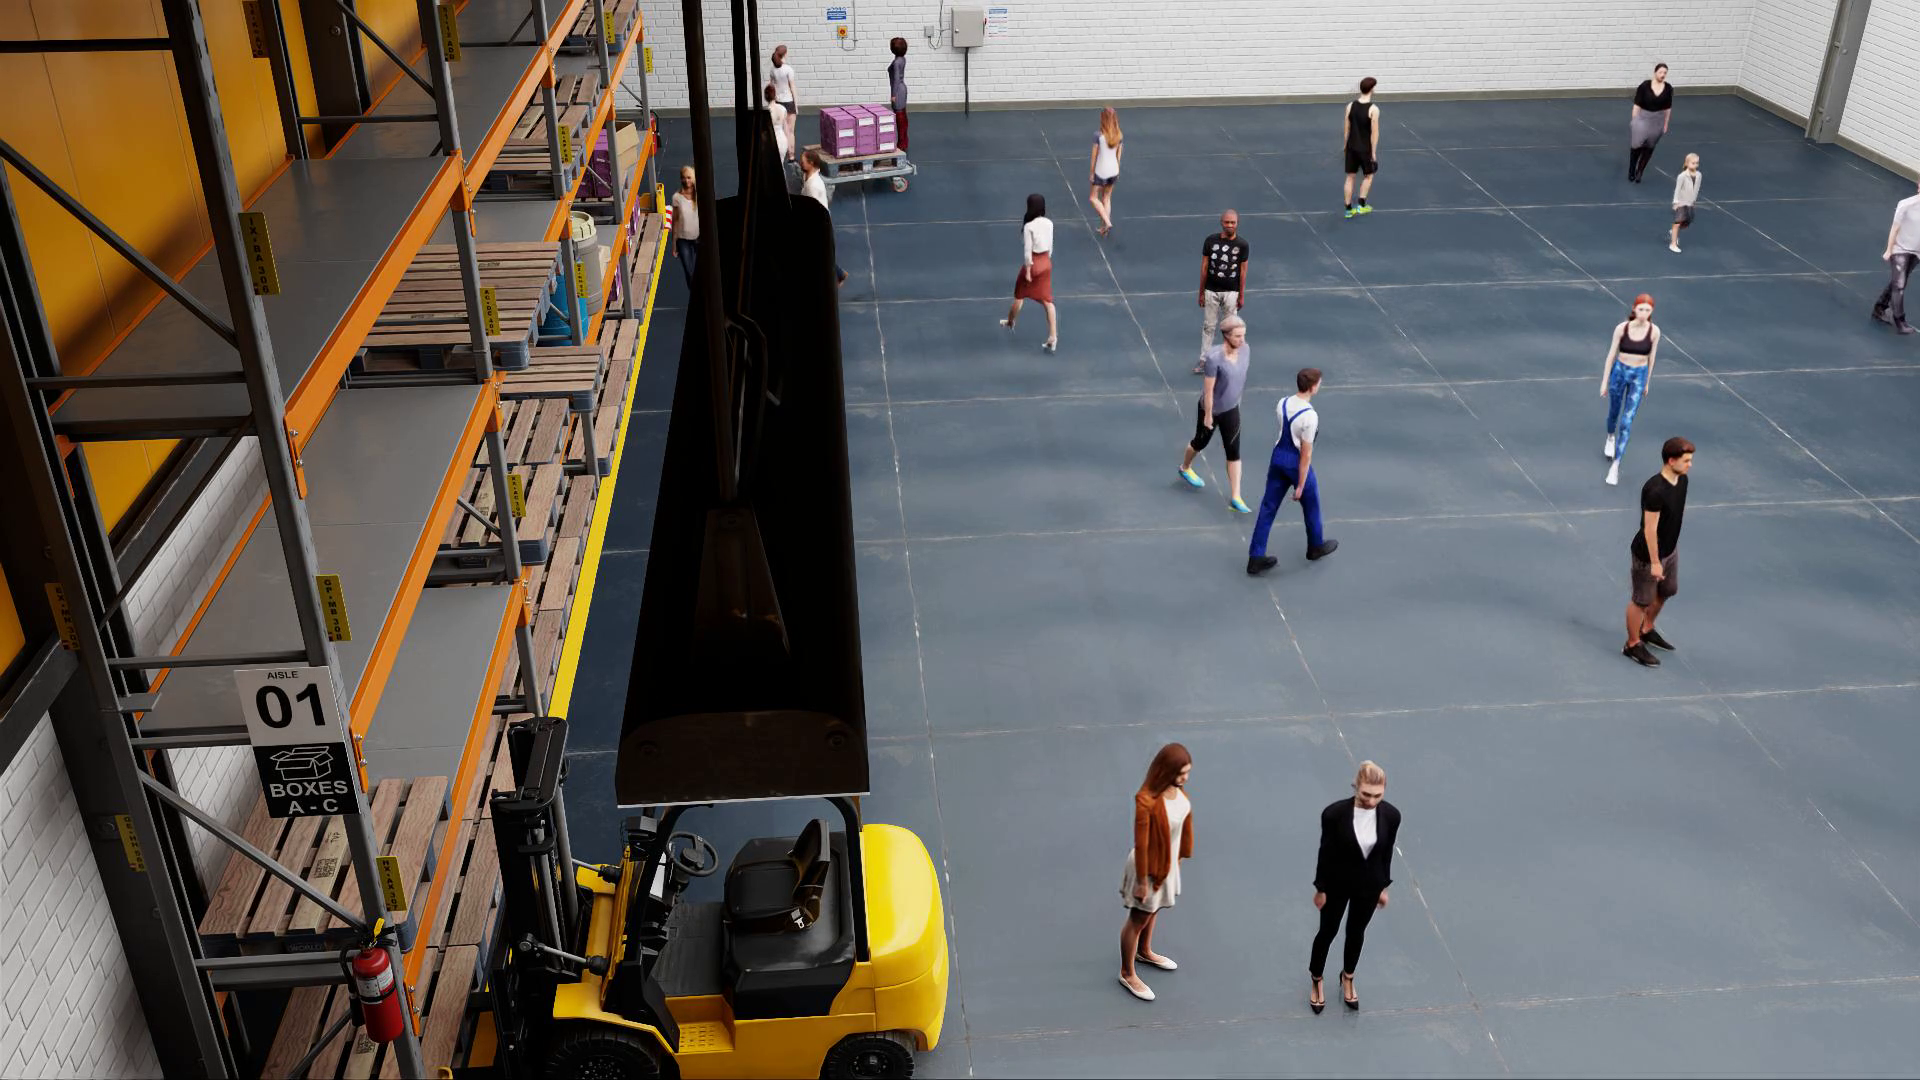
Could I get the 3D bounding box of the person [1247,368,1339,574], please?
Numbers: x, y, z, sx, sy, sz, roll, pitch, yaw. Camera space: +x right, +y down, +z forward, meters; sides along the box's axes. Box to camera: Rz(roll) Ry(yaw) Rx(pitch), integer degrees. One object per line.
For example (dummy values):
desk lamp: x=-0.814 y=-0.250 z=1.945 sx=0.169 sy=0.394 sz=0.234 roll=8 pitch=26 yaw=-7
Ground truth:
person: x=2.676 y=-0.540 z=13.872 sx=1.045 sy=1.810 sz=1.151 roll=-19 pitch=34 yaw=-31

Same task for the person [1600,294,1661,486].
person: x=6.263 y=-1.473 z=15.663 sx=0.941 sy=1.733 sz=1.276 roll=9 pitch=30 yaw=17

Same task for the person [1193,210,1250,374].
person: x=2.801 y=-2.645 z=17.737 sx=0.738 sy=1.804 sz=0.732 roll=9 pitch=30 yaw=15

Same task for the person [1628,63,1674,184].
person: x=9.903 y=-6.017 z=23.985 sx=0.739 sy=1.740 sz=0.741 roll=5 pitch=29 yaw=9

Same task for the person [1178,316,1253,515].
person: x=2.295 y=-1.189 z=15.048 sx=0.987 sy=1.823 sz=1.355 roll=-16 pitch=32 yaw=-27

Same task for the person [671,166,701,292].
person: x=-3.092 y=-3.457 z=19.235 sx=0.605 sy=1.795 sz=0.622 roll=-1 pitch=29 yaw=-1

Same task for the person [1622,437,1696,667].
person: x=5.280 y=0.049 z=12.743 sx=0.821 sy=1.858 sz=0.853 roll=-22 pitch=36 yaw=-35

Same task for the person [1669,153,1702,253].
person: x=9.314 y=-4.371 z=21.465 sx=0.532 sy=1.264 sz=0.651 roll=-5 pitch=29 yaw=-10

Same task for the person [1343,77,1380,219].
person: x=5.368 y=-5.276 z=22.479 sx=0.867 sy=1.881 sz=0.927 roll=22 pitch=35 yaw=34

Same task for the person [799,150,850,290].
person: x=-1.628 y=-3.691 z=19.617 sx=0.715 sy=1.840 sz=0.821 roll=-3 pitch=29 yaw=-6

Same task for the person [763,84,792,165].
person: x=-2.456 y=-5.279 z=22.596 sx=0.724 sy=1.776 sz=0.779 roll=-17 pitch=33 yaw=-29

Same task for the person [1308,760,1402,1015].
person: x=2.209 y=1.959 z=9.401 sx=0.604 sy=1.704 sz=0.504 roll=-2 pitch=29 yaw=-4

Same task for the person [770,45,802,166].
person: x=-2.634 y=-6.501 z=24.862 sx=0.655 sy=1.750 sz=0.666 roll=11 pitch=30 yaw=19

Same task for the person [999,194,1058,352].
person: x=0.906 y=-2.906 z=18.328 sx=1.022 sy=1.696 sz=1.200 roll=-21 pitch=35 yaw=-34

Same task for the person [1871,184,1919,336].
person: x=10.735 y=-3.288 z=18.928 sx=0.710 sy=1.793 sz=1.130 roll=-4 pitch=29 yaw=-7

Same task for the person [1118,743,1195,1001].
person: x=1.115 y=1.856 z=9.583 sx=0.784 sy=1.709 sz=0.702 roll=17 pitch=33 yaw=29

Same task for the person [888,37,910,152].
person: x=-0.932 y=-6.850 z=25.544 sx=0.715 sy=1.711 sz=0.574 roll=8 pitch=30 yaw=14

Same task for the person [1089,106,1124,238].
person: x=1.935 y=-4.764 z=21.716 sx=0.744 sy=1.714 sz=0.820 roll=-13 pitch=31 yaw=-22
